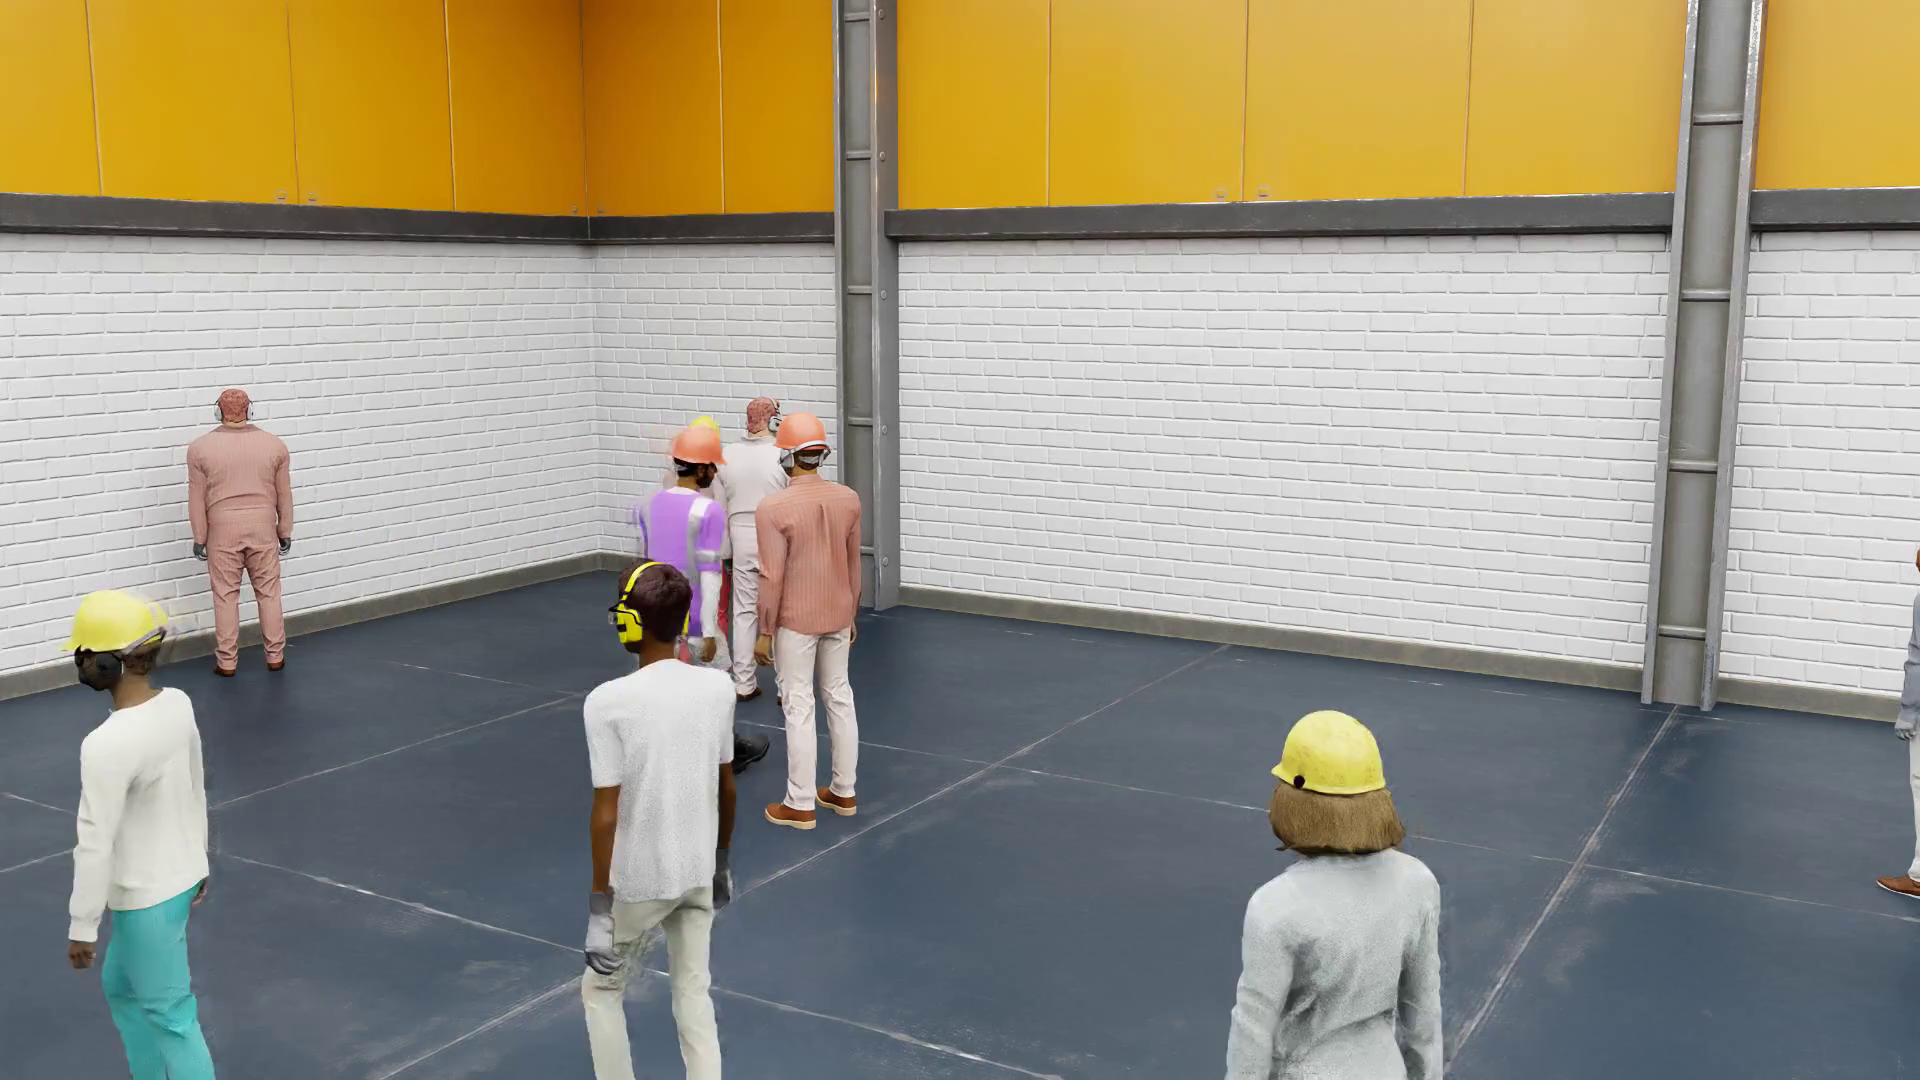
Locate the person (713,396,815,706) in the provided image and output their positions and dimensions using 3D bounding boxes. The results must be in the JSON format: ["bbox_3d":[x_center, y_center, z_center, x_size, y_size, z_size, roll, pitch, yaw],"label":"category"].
[{"bbox_3d":[-1.187,0.069,10.228,0.638,1.902,0.407,4,10,23],"label":"person"}]

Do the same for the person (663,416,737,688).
[{"bbox_3d":[-1.617,0.094,10.524,0.518,1.757,0.338,1,9,9],"label":"person"}]

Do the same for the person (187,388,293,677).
[{"bbox_3d":[-4.750,-0.053,11.001,0.642,1.901,0.404,-6,11,-34],"label":"person"}]

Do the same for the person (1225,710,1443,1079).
[{"bbox_3d":[0.790,1.220,3.565,0.487,1.730,0.402,-6,11,-33],"label":"person"}]

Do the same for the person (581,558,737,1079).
[{"bbox_3d":[-0.912,0.964,4.783,0.570,1.848,0.687,-8,12,-42],"label":"person"}]

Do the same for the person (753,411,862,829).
[{"bbox_3d":[-0.737,0.382,7.976,0.612,1.995,0.393,-9,12,-43],"label":"person"}]

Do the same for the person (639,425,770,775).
[{"bbox_3d":[-1.376,0.360,8.452,0.603,1.879,0.979,5,10,29],"label":"person"}]

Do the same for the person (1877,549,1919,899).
[{"bbox_3d":[4.169,0.715,7.058,0.494,1.624,0.280,-5,11,-31],"label":"person"}]

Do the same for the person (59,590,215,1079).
[{"bbox_3d":[-2.433,1.010,4.795,0.591,1.747,0.547,0,9,-3],"label":"person"}]
